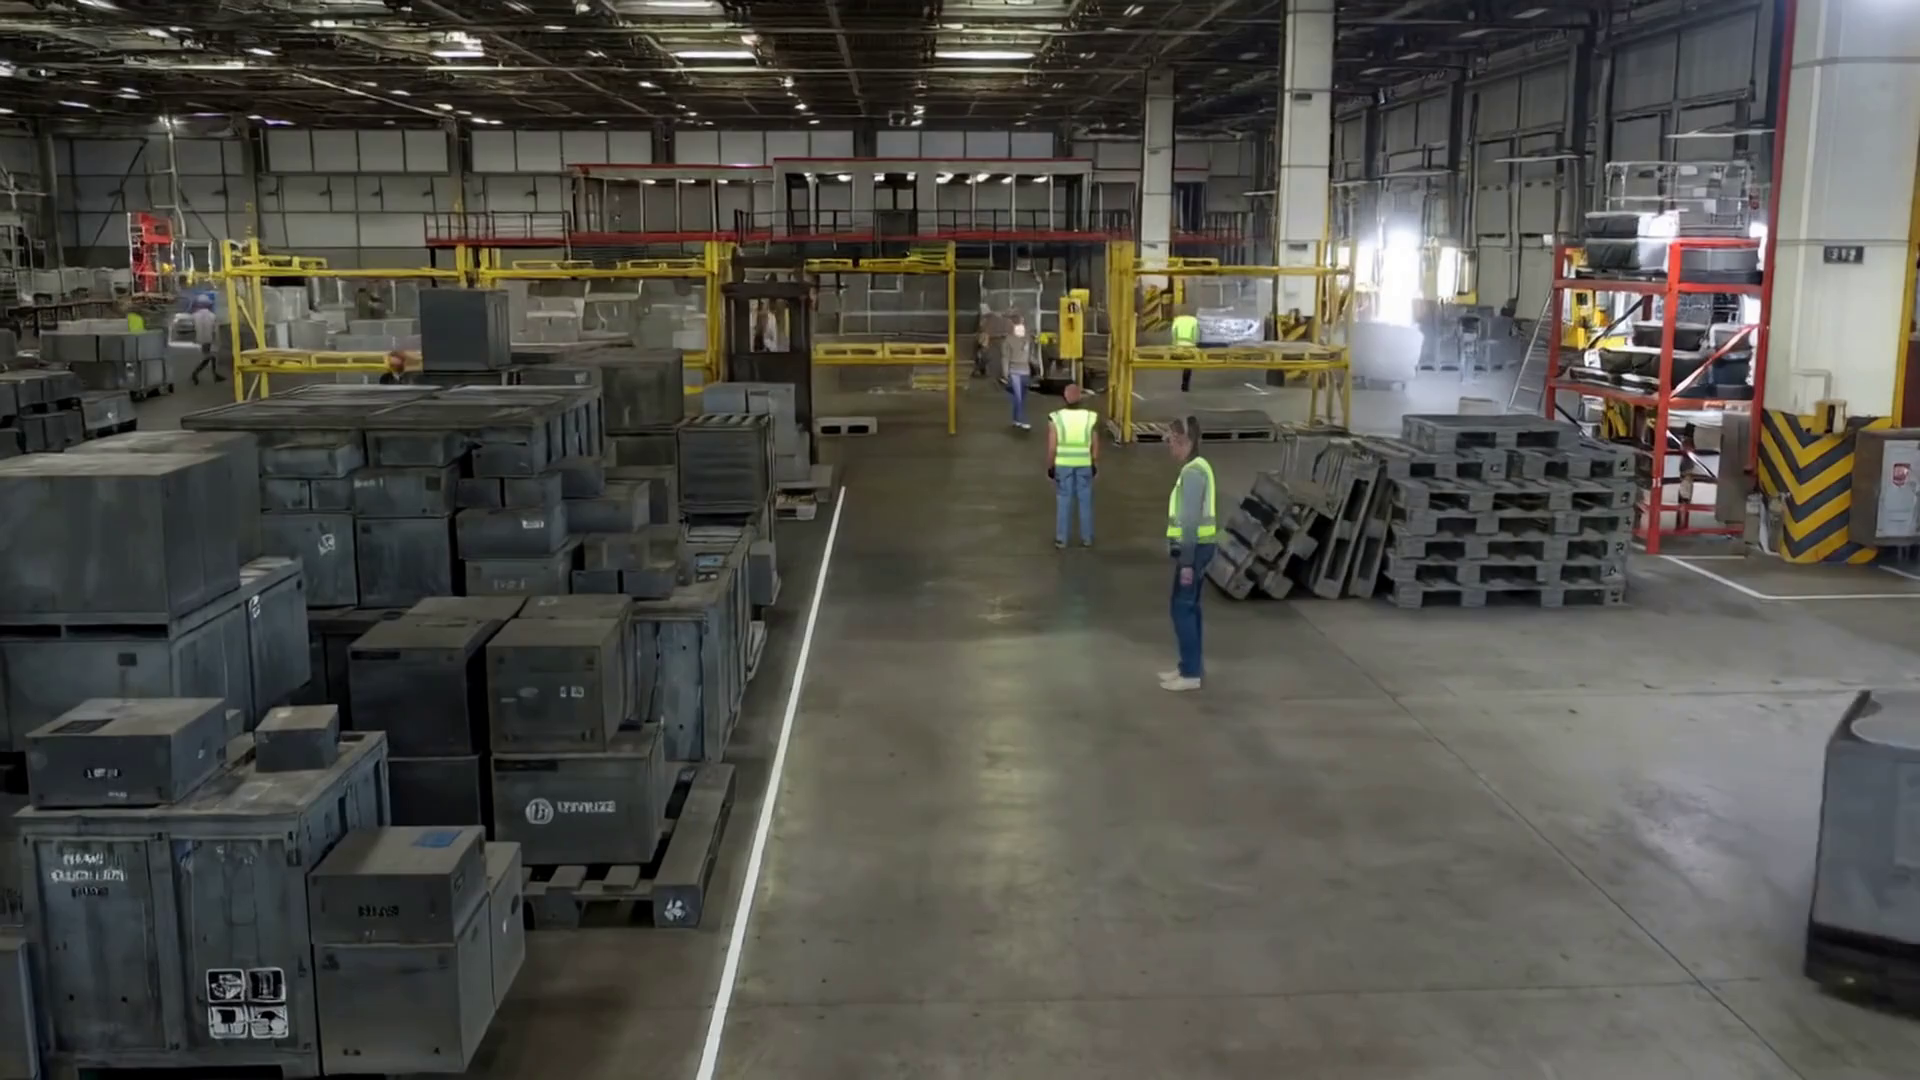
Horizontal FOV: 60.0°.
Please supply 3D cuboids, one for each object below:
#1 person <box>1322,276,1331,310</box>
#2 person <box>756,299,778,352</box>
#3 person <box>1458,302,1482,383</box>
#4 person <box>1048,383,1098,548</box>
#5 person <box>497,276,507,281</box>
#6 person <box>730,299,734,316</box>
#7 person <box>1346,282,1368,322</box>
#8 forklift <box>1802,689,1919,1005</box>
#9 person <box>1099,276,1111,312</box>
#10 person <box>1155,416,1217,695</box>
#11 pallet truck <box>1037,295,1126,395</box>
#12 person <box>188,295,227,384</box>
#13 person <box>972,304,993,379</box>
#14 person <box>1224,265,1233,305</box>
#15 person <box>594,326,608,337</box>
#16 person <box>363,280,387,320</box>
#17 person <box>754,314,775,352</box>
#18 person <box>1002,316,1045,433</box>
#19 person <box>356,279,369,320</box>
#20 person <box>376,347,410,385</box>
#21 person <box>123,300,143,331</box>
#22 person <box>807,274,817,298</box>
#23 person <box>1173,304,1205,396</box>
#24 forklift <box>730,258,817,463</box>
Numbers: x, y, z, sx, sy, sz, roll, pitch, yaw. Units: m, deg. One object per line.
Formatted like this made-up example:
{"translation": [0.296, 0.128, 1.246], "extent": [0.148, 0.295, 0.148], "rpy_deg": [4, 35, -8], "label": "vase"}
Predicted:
{"translation": [12.945, -8.403, 58.628], "extent": [0.594, 1.867, 1.024], "rpy_deg": [-6, 12, -29], "label": "person"}
{"translation": [-3.743, -3.783, 32.737], "extent": [0.561, 1.916, 0.665], "rpy_deg": [-9, 13, -40], "label": "person"}
{"translation": [10.960, -4.244, 35.792], "extent": [0.489, 1.743, 0.323], "rpy_deg": [4, 11, 23], "label": "person"}
{"translation": [1.121, -0.728, 16.495], "extent": [0.512, 1.641, 0.307], "rpy_deg": [-2, 10, -9], "label": "person"}
{"translation": [-20.202, -11.018, 73.179], "extent": [0.383, 1.873, 0.640], "rpy_deg": [9, 14, 43], "label": "person"}
{"translation": [-4.852, -4.369, 36.184], "extent": [0.329, 1.861, 0.504], "rpy_deg": [6, 12, 29], "label": "person"}
{"translation": [11.213, -6.324, 46.938], "extent": [0.620, 1.908, 0.978], "rpy_deg": [5, 11, 26], "label": "person"}
{"translation": [4.452, 0.468, 6.374], "extent": [1.873, 2.768, 1.129], "rpy_deg": [7, 12, 34], "label": "forklift"}
{"translation": [5.274, -8.591, 59.888], "extent": [0.905, 1.792, 0.647], "rpy_deg": [-6, 12, -28], "label": "person"}
{"translation": [1.535, 0.104, 11.223], "extent": [0.385, 1.884, 0.605], "rpy_deg": [1, 10, 6], "label": "person"}
{"translation": [2.483, -3.881, 33.060], "extent": [1.885, 1.965, 0.823], "rpy_deg": [-7, 13, -36], "label": "pallet truck"}
{"translation": [-16.166, -4.283, 35.574], "extent": [0.545, 1.911, 0.845], "rpy_deg": [8, 13, 39], "label": "person"}
{"translation": [0.515, -4.391, 36.805], "extent": [0.345, 1.680, 0.558], "rpy_deg": [-10, 14, -44], "label": "person"}
{"translation": [12.758, -11.987, 78.336], "extent": [0.648, 1.949, 0.732], "rpy_deg": [-7, 12, -35], "label": "person"}
{"translation": [-4.841, -1.927, 22.453], "extent": [0.599, 1.907, 0.391], "rpy_deg": [-1, 10, -6], "label": "person"}
{"translation": [-15.236, -5.768, 43.454], "extent": [0.539, 2.000, 0.689], "rpy_deg": [1, 10, 8], "label": "person"}
{"translation": [-3.392, -2.887, 28.009], "extent": [0.809, 1.814, 0.549], "rpy_deg": [-5, 12, -28], "label": "person"}
{"translation": [0.967, -2.677, 26.765], "extent": [0.613, 1.865, 0.967], "rpy_deg": [-4, 11, -23], "label": "person"}
{"translation": [-16.939, -6.466, 47.539], "extent": [0.545, 1.979, 0.615], "rpy_deg": [8, 13, 39], "label": "person"}
{"translation": [-5.980, -1.109, 17.831], "extent": [0.650, 1.918, 0.453], "rpy_deg": [3, 11, 15], "label": "person"}
{"translation": [-18.230, -4.421, 36.765], "extent": [0.715, 1.748, 0.531], "rpy_deg": [5, 12, 28], "label": "person"}
{"translation": [-5.279, -8.389, 58.364], "extent": [0.547, 1.929, 0.389], "rpy_deg": [-5, 11, -26], "label": "person"}
{"translation": [4.495, -3.746, 32.843], "extent": [0.622, 1.815, 0.814], "rpy_deg": [6, 12, 31], "label": "person"}
{"translation": [-2.446, -2.236, 21.439], "extent": [1.129, 2.768, 1.873], "rpy_deg": [0, 10, -2], "label": "forklift"}
